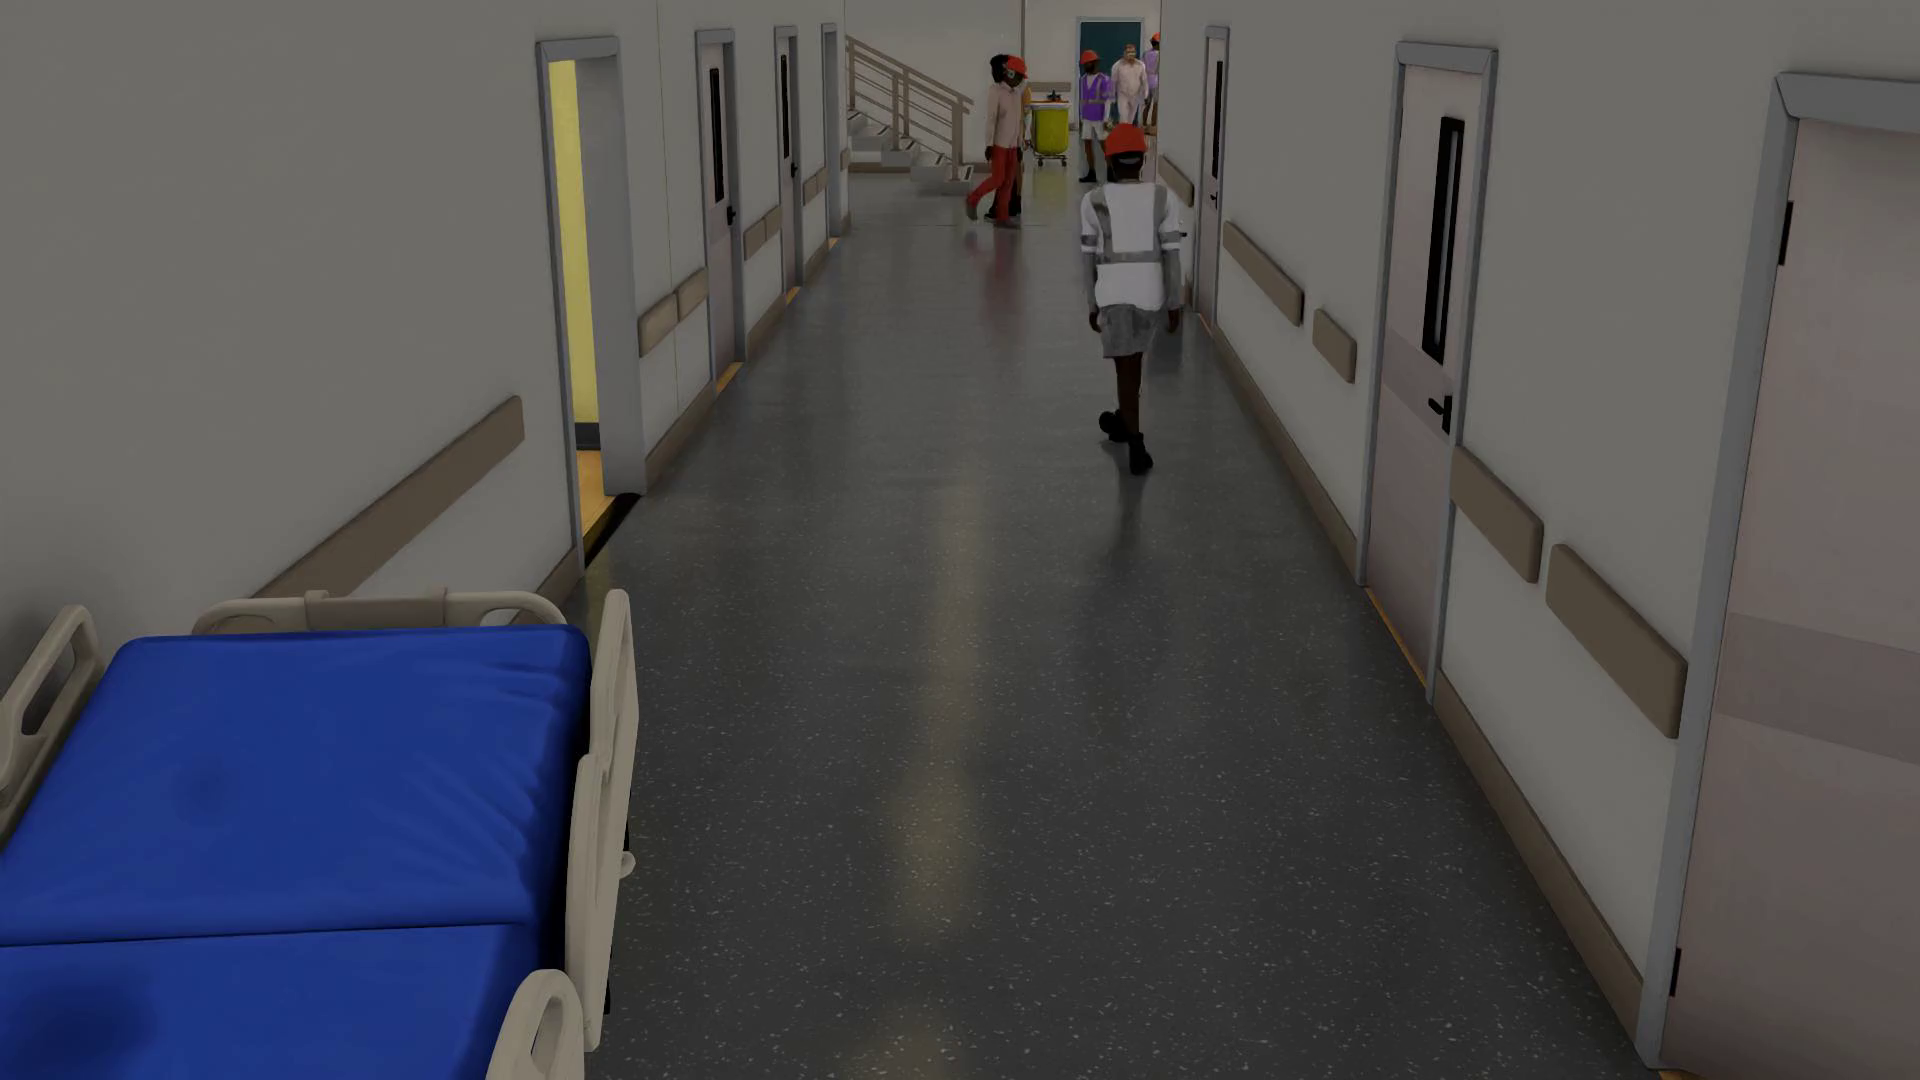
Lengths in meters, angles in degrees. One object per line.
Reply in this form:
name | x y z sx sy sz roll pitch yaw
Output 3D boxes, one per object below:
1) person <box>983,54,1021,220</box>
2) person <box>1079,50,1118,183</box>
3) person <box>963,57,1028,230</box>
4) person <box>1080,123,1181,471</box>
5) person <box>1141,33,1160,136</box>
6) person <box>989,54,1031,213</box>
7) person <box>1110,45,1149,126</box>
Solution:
person | 0.525 -4.866 20.135 0.387 1.954 0.609 8 19 25
person | 2.031 -6.222 24.485 0.606 1.905 0.630 15 23 39
person | 0.438 -4.597 19.312 0.650 1.943 0.658 12 21 34
person | 0.952 -1.357 9.289 0.540 1.865 1.023 -1 18 -5
person | 3.951 -9.243 33.767 0.403 2.031 0.613 -16 23 -40
person | 0.601 -5.057 20.755 0.551 1.934 0.373 5 18 14
person | 3.104 -8.064 30.326 0.657 1.853 0.977 -4 18 -12
